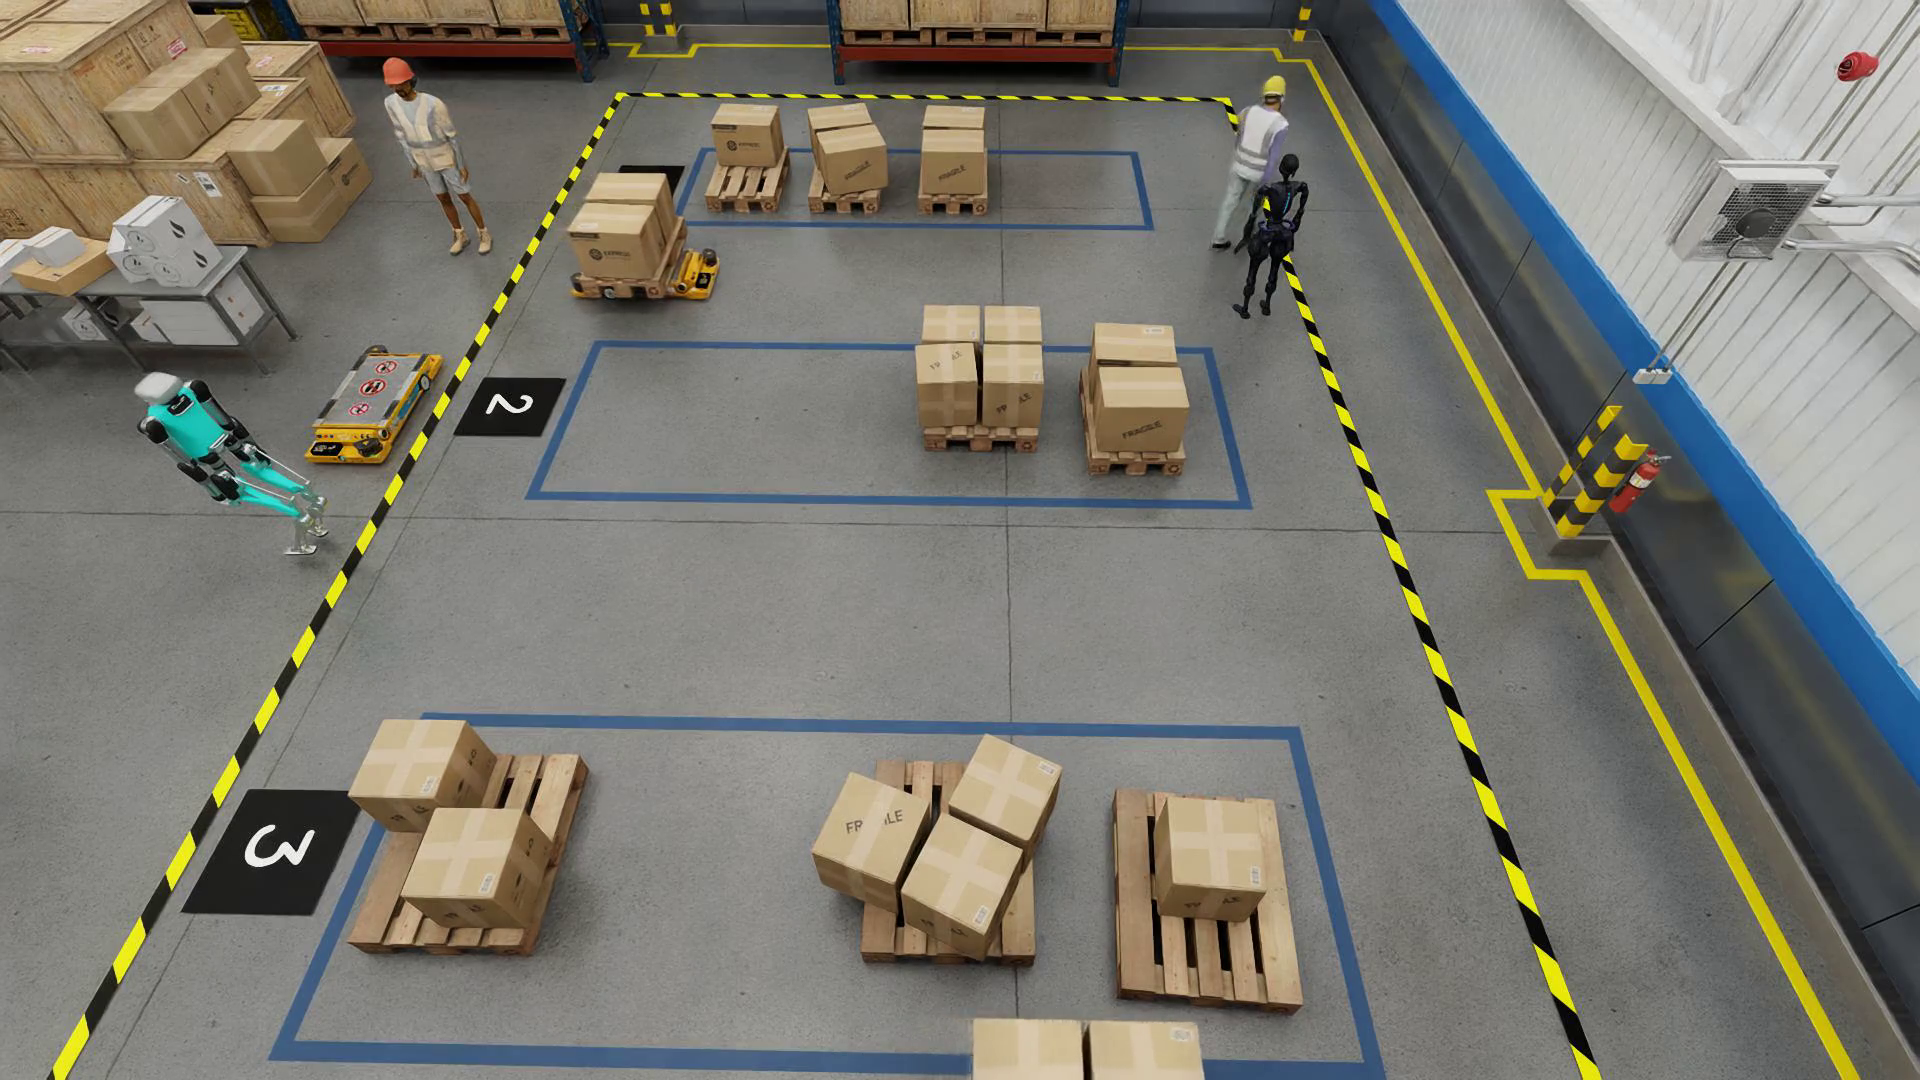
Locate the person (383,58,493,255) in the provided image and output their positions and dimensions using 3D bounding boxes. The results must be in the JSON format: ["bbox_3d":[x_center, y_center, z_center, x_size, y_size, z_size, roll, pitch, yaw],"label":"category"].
[{"bbox_3d":[-5.448,-3.939,9.537,0.606,2.048,0.366,0,50,0],"label":"person"}]

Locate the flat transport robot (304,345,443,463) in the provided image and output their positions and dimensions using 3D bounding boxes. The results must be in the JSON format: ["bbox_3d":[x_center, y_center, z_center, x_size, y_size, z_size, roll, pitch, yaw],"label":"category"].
[{"bbox_3d":[-5.383,-1.269,8.441,0.659,0.231,1.431,1,50,1],"label":"flat transport robot"}]

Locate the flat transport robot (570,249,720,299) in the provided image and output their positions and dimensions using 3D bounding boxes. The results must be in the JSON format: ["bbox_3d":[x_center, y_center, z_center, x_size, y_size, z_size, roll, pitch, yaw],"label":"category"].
[{"bbox_3d":[-3.342,-2.849,9.760,1.431,0.197,0.652,1,50,1],"label":"flat transport robot"}]

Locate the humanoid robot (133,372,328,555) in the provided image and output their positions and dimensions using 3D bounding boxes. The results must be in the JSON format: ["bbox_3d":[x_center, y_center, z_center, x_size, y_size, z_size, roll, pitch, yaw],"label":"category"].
[{"bbox_3d":[-5.177,-0.500,6.738,0.735,1.681,0.533,8,50,7],"label":"humanoid robot"}]

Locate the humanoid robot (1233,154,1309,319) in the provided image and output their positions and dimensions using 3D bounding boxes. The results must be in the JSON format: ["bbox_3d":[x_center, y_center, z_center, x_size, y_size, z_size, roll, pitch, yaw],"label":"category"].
[{"bbox_3d":[3.011,-2.936,8.919,0.599,1.657,0.315,-6,50,-5],"label":"humanoid robot"}]

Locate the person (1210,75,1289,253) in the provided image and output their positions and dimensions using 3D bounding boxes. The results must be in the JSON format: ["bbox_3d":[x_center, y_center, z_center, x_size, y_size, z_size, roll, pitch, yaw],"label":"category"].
[{"bbox_3d":[3.123,-3.947,9.713,0.871,1.780,0.614,-36,59,-27],"label":"person"}]
